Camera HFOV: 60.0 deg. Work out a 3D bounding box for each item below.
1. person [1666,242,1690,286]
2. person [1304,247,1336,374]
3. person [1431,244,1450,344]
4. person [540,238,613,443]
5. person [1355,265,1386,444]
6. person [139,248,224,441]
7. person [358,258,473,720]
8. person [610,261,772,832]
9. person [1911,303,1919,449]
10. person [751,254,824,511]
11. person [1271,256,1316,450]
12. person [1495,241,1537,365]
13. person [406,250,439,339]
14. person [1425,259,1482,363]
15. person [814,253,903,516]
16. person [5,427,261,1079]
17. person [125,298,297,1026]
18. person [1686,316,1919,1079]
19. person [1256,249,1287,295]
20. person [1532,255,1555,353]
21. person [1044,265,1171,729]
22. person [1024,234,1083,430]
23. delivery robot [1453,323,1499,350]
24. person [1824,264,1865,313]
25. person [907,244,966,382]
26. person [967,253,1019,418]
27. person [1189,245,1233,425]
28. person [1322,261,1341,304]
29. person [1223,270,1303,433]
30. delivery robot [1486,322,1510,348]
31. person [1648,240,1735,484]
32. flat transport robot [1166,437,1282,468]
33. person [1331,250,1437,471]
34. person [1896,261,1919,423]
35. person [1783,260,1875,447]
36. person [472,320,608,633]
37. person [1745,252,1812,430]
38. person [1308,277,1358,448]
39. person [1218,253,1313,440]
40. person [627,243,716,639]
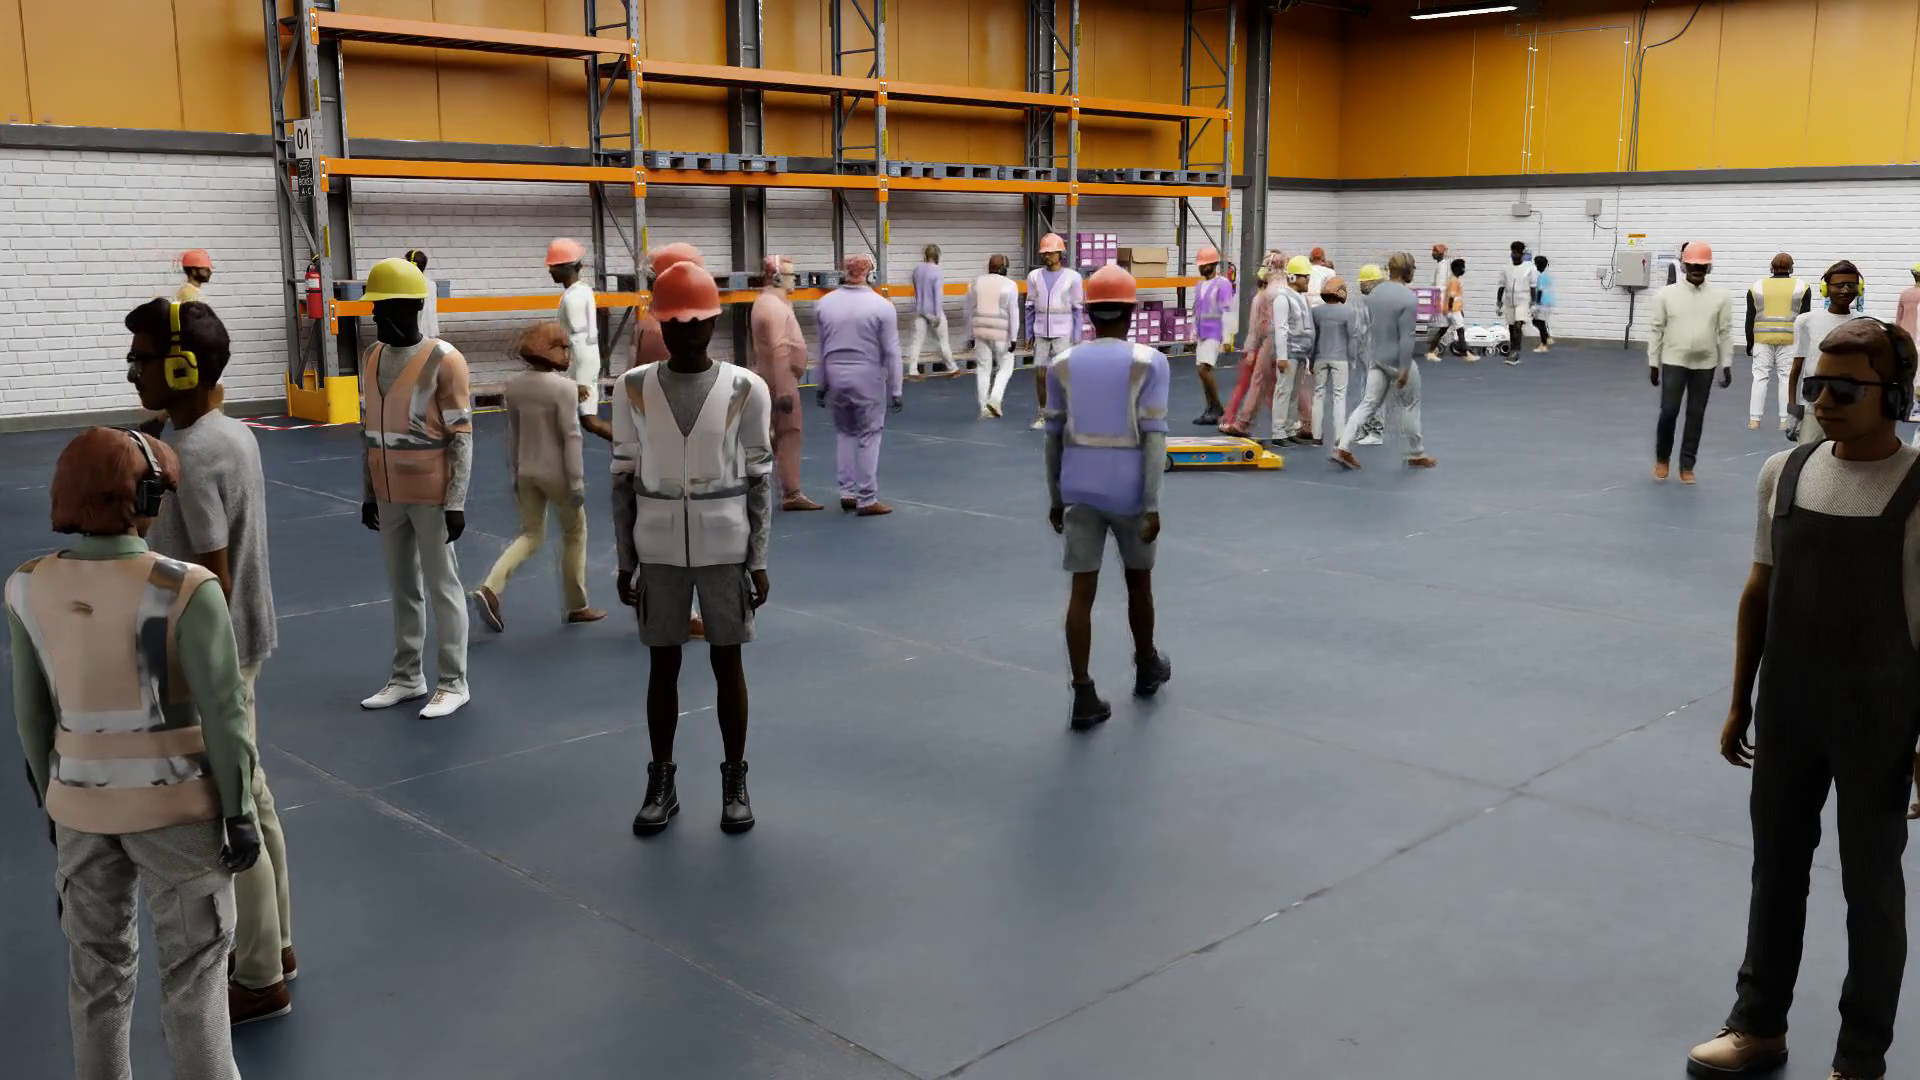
[{"bbox_3d":[12.005,-3.948,27.453,0.609,1.890,0.786,-5,12,-26],"label":"person"},{"bbox_3d":[5.243,-3.381,24.528,0.576,1.836,0.895,6,12,28],"label":"person"},{"bbox_3d":[8.408,-4.267,29.299,0.428,1.859,0.606,3,11,14],"label":"person"},{"bbox_3d":[-2.841,-1.306,12.768,0.910,2.012,0.614,-1,10,-4],"label":"person"},{"bbox_3d":[3.981,-1.800,16.191,0.312,1.738,0.483,0,10,-1],"label":"person"},{"bbox_3d":[-7.139,-1.742,15.404,0.846,1.915,0.549,-2,11,-11],"label":"person"},{"bbox_3d":[-2.306,-0.211,7.002,0.586,1.928,0.369,6,12,28],"label":"person"},{"bbox_3d":[-0.903,0.039,5.620,0.545,1.935,0.369,0,10,-2],"label":"person"},{"bbox_3d":[7.270,-1.165,12.177,0.635,1.936,0.354,-2,11,-12],"label":"person"},{"bbox_3d":[-1.367,-1.137,12.172,0.644,1.888,0.645,-2,11,-11],"label":"person"},{"bbox_3d":[3.175,-1.782,15.839,0.404,1.827,0.600,6,12,31],"label":"person"},{"bbox_3d":[8.670,-3.695,26.008,0.626,1.923,0.882,10,14,43],"label":"person"},{"bbox_3d":[-5.761,-2.168,17.842,0.310,1.868,0.553,2,11,11],"label":"person"},{"bbox_3d":[7.859,-3.643,26.473,0.863,1.652,0.540,2,11,10],"label":"person"},{"bbox_3d":[-0.717,-1.117,12.032,0.691,1.895,0.428,5,11,24],"label":"person"},{"bbox_3d":[-1.712,0.578,3.488,0.511,1.640,0.308,2,11,10],"label":"person"},{"bbox_3d":[-1.925,0.322,4.263,0.317,1.867,0.531,-3,11,-14],"label":"person"},{"bbox_3d":[2.001,0.416,3.807,0.331,1.844,0.519,-7,12,-33],"label":"person"},{"bbox_3d":[4.885,-3.601,25.810,0.575,1.818,0.809,4,11,19],"label":"person"},{"bbox_3d":[10.030,-4.061,28.658,0.366,1.673,0.548,4,11,20],"label":"person"},{"bbox_3d":[0.645,-0.206,7.068,0.564,1.886,0.953,4,11,21],"label":"person"},{"bbox_3d":[0.971,-2.131,17.210,0.627,2.041,0.555,4,11,23],"label":"person"},{"bbox_3d":[8.647,-3.394,27.852,0.707,0.478,0.477,6,12,31],"label":"delivery robot"},{"bbox_3d":[12.259,-3.018,23.101,0.514,1.639,0.310,2,11,12],"label":"person"},{"bbox_3d":[-0.366,-3.150,23.137,0.643,1.889,0.978,9,14,40],"label":"person"},{"bbox_3d":[0.374,-2.247,18.383,0.638,1.823,0.433,5,11,24],"label":"person"},{"bbox_3d":[2.631,-2.159,17.658,0.432,1.914,0.577,-5,12,-27],"label":"person"},{"bbox_3d":[5.994,-3.751,27.202,0.500,1.585,0.836,0,10,-1],"label":"person"},{"bbox_3d":[3.114,-1.920,16.905,0.916,1.710,0.539,2,11,8],"label":"person"},{"bbox_3d":[9.044,-3.431,28.053,0.707,0.478,0.477,7,12,32],"label":"delivery robot"},{"bbox_3d":[5.937,-1.426,13.496,0.621,1.979,0.486,2,11,12],"label":"person"},{"bbox_3d":[2.037,-0.769,14.567,1.431,0.197,0.652,-1,10,-5],"label":"flat transport robot"},{"bbox_3d":[3.669,-1.529,14.281,0.992,1.904,0.626,-5,12,-27],"label":"person"},{"bbox_3d":[10.393,-2.162,18.084,0.331,1.768,0.526,-2,11,-8],"label":"person"},{"bbox_3d":[5.371,-0.782,10.277,0.508,1.872,0.329,2,11,9],"label":"person"},{"bbox_3d":[-2.156,-0.312,8.465,0.504,1.602,0.712,7,12,33],"label":"person"},{"bbox_3d":[8.517,-2.064,17.344,0.627,1.844,0.429,6,12,30],"label":"person"},{"bbox_3d":[3.556,-1.696,15.905,0.499,1.633,0.279,7,13,34],"label":"person"},{"bbox_3d":[3.136,-1.917,16.528,1.012,1.849,0.665,7,12,32],"label":"person"},{"bbox_3d":[-1.394,-0.471,8.269,0.425,1.982,0.656,-2,11,-12],"label":"person"}]
